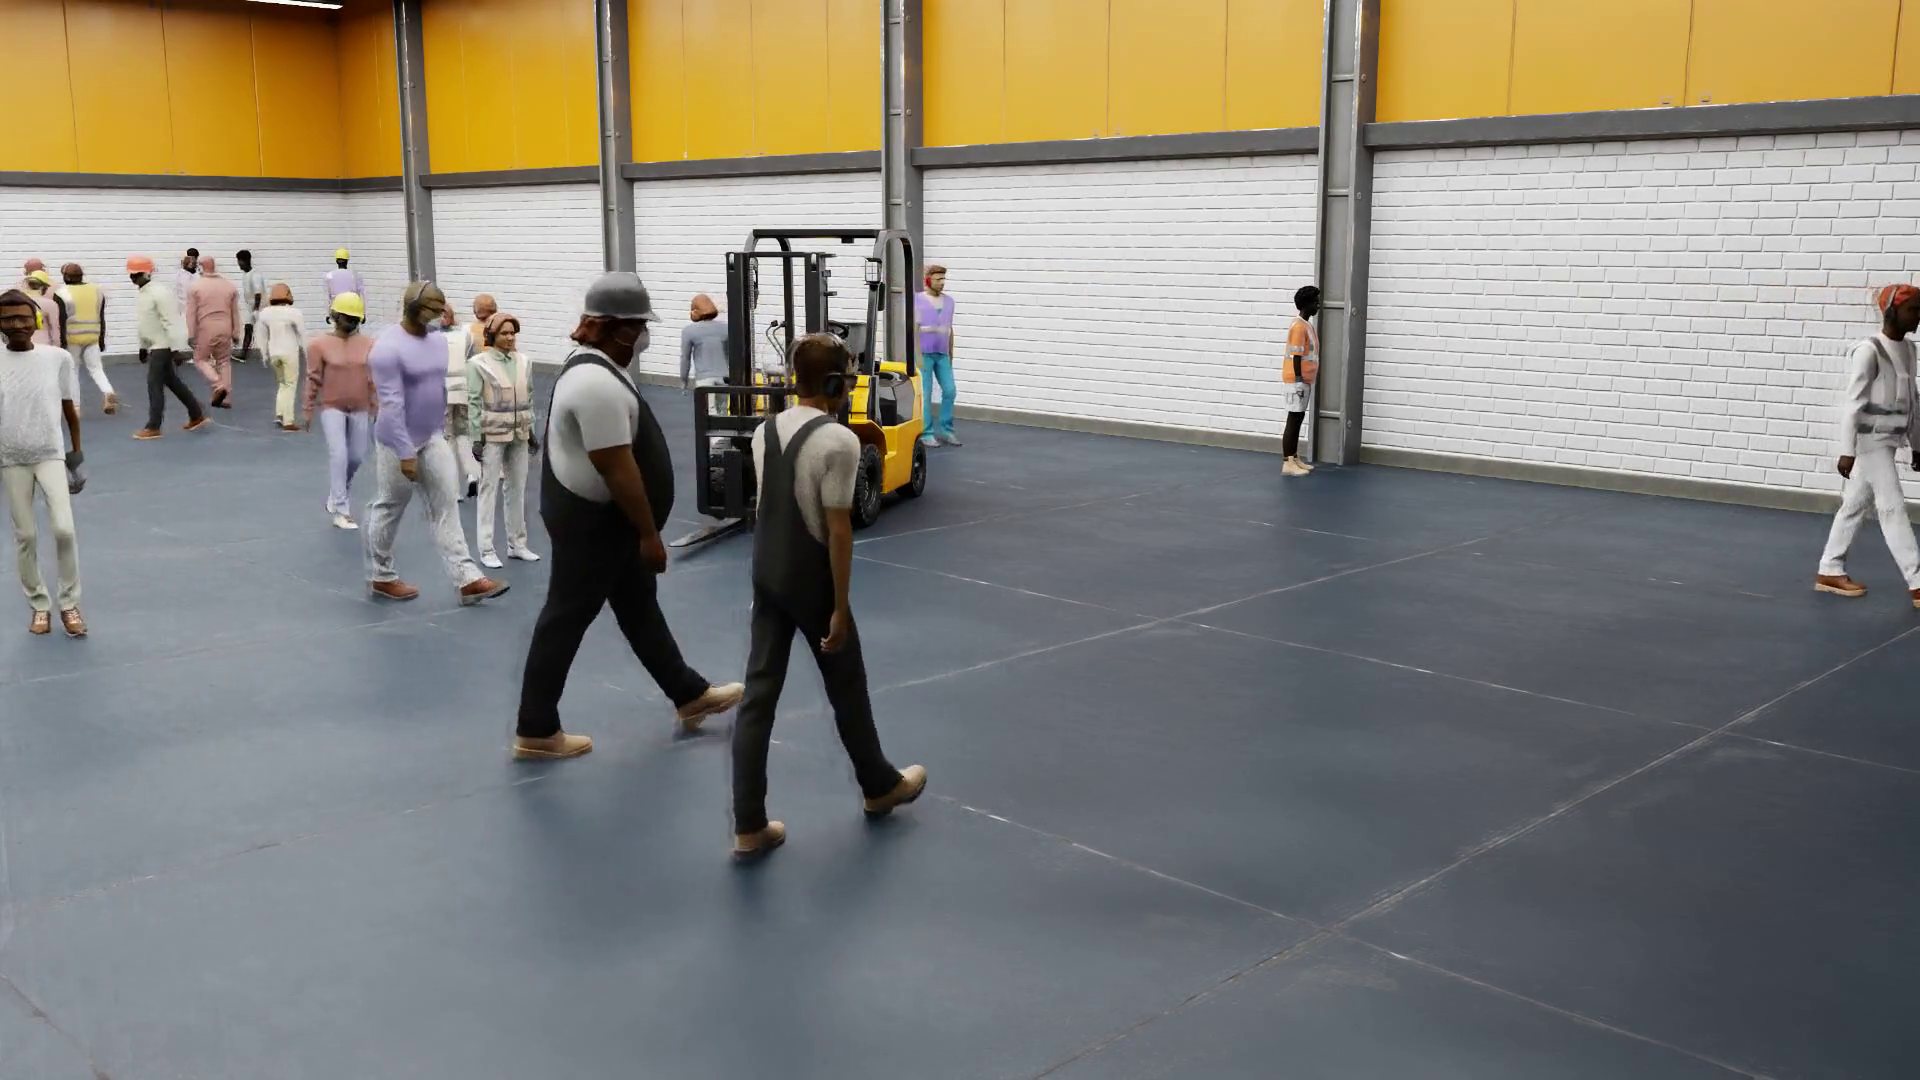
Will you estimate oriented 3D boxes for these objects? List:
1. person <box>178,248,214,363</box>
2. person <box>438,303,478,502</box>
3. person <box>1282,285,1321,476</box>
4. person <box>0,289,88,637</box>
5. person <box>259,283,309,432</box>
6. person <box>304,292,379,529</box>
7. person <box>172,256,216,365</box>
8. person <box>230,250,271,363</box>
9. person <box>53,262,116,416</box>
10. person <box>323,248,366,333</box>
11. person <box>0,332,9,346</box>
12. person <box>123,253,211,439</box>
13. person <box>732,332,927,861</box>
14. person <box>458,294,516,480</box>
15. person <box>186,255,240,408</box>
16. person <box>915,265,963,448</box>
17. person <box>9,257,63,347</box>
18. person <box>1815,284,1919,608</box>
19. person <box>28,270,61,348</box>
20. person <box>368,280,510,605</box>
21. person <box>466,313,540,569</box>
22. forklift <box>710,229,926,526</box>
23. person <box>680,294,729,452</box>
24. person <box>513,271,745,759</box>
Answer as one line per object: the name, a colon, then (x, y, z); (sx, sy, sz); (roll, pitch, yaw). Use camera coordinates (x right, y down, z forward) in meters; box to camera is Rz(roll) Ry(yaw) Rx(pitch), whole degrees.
person: (-12.716, -3.900, 27.747); (0.391, 1.919, 0.591); (7, 12, 33)
person: (-4.091, -1.105, 13.292); (0.368, 1.619, 0.531); (10, 14, 43)
person: (3.040, -1.418, 14.833); (0.317, 1.693, 0.535); (4, 11, 21)
person: (-4.910, -0.386, 8.768); (0.527, 1.851, 0.631); (-6, 12, -29)
person: (-7.344, -1.987, 18.133); (0.513, 1.619, 0.401); (3, 11, 14)
person: (-4.592, -0.974, 12.314); (0.551, 1.732, 0.718); (-9, 13, -39)
person: (-12.613, -3.734, 27.147); (0.871, 1.807, 0.634); (-3, 11, -14)
person: (-11.778, -3.896, 27.823); (0.614, 1.874, 1.077); (9, 14, 41)
person: (-10.303, -2.344, 19.530); (0.702, 1.822, 0.636); (7, 12, 32)
person: (-9.533, -3.545, 25.786); (0.593, 1.924, 0.384); (-3, 11, -17)
person: (-9.096, -1.593, 15.367); (0.637, 1.847, 1.054); (-7, 12, -33)
person: (-8.449, -2.069, 17.711); (0.645, 1.957, 0.899); (10, 14, 42)
person: (-0.501, 0.174, 5.856); (0.549, 1.788, 0.944); (8, 13, 36)
person: (-4.142, -1.339, 14.587); (0.543, 1.621, 0.507); (-5, 11, -24)
person: (-9.175, -2.545, 20.431); (0.458, 1.888, 0.671); (8, 13, 36)
person: (-0.266, -1.846, 16.771); (0.583, 1.835, 0.494); (-7, 13, -35)
person: (-11.133, -2.485, 20.175); (0.644, 1.876, 0.936); (-5, 11, -23)
person: (5.441, -0.534, 9.588); (0.606, 1.841, 0.923); (-8, 13, -39)
person: (-10.541, -2.204, 19.005); (0.568, 1.726, 0.441); (0, 10, -1)
person: (-3.069, -0.540, 9.538); (0.992, 1.869, 0.641); (4, 11, 23)
person: (-2.954, -0.645, 10.765); (0.310, 1.636, 0.523); (8, 13, 36)
forklift: (-1.050, -1.319, 12.920); (1.214, 2.155, 2.313); (2, 11, 13)
person: (-2.327, -1.465, 15.351); (0.512, 1.578, 0.895); (-6, 12, -29)
person: (-1.391, -0.126, 6.832); (1.024, 2.000, 0.715); (-2, 11, -11)
